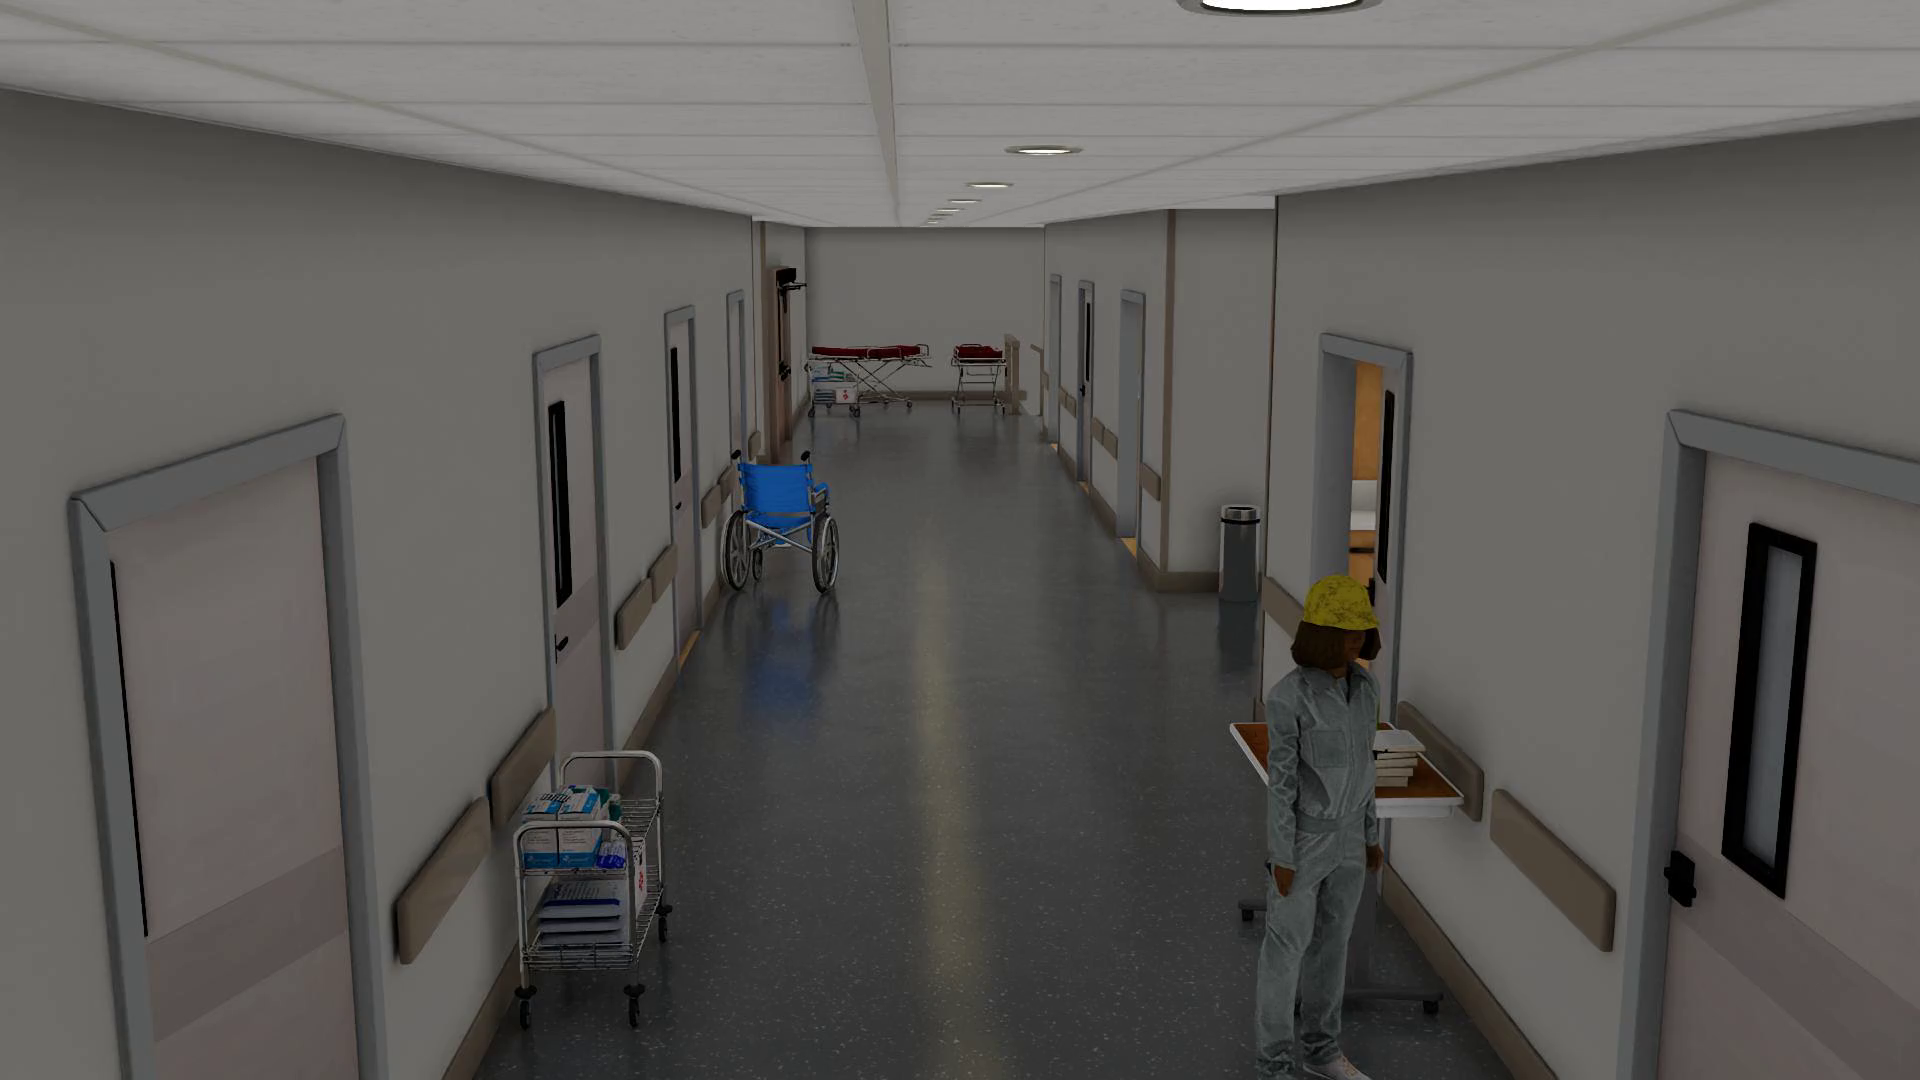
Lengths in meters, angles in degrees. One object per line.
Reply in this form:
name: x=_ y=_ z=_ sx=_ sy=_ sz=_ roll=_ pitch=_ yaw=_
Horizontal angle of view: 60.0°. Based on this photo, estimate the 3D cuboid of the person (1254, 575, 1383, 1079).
person: x=1.172 y=0.966 z=5.305 sx=0.484 sy=1.745 sz=0.297 roll=-8 pitch=13 yaw=-37
